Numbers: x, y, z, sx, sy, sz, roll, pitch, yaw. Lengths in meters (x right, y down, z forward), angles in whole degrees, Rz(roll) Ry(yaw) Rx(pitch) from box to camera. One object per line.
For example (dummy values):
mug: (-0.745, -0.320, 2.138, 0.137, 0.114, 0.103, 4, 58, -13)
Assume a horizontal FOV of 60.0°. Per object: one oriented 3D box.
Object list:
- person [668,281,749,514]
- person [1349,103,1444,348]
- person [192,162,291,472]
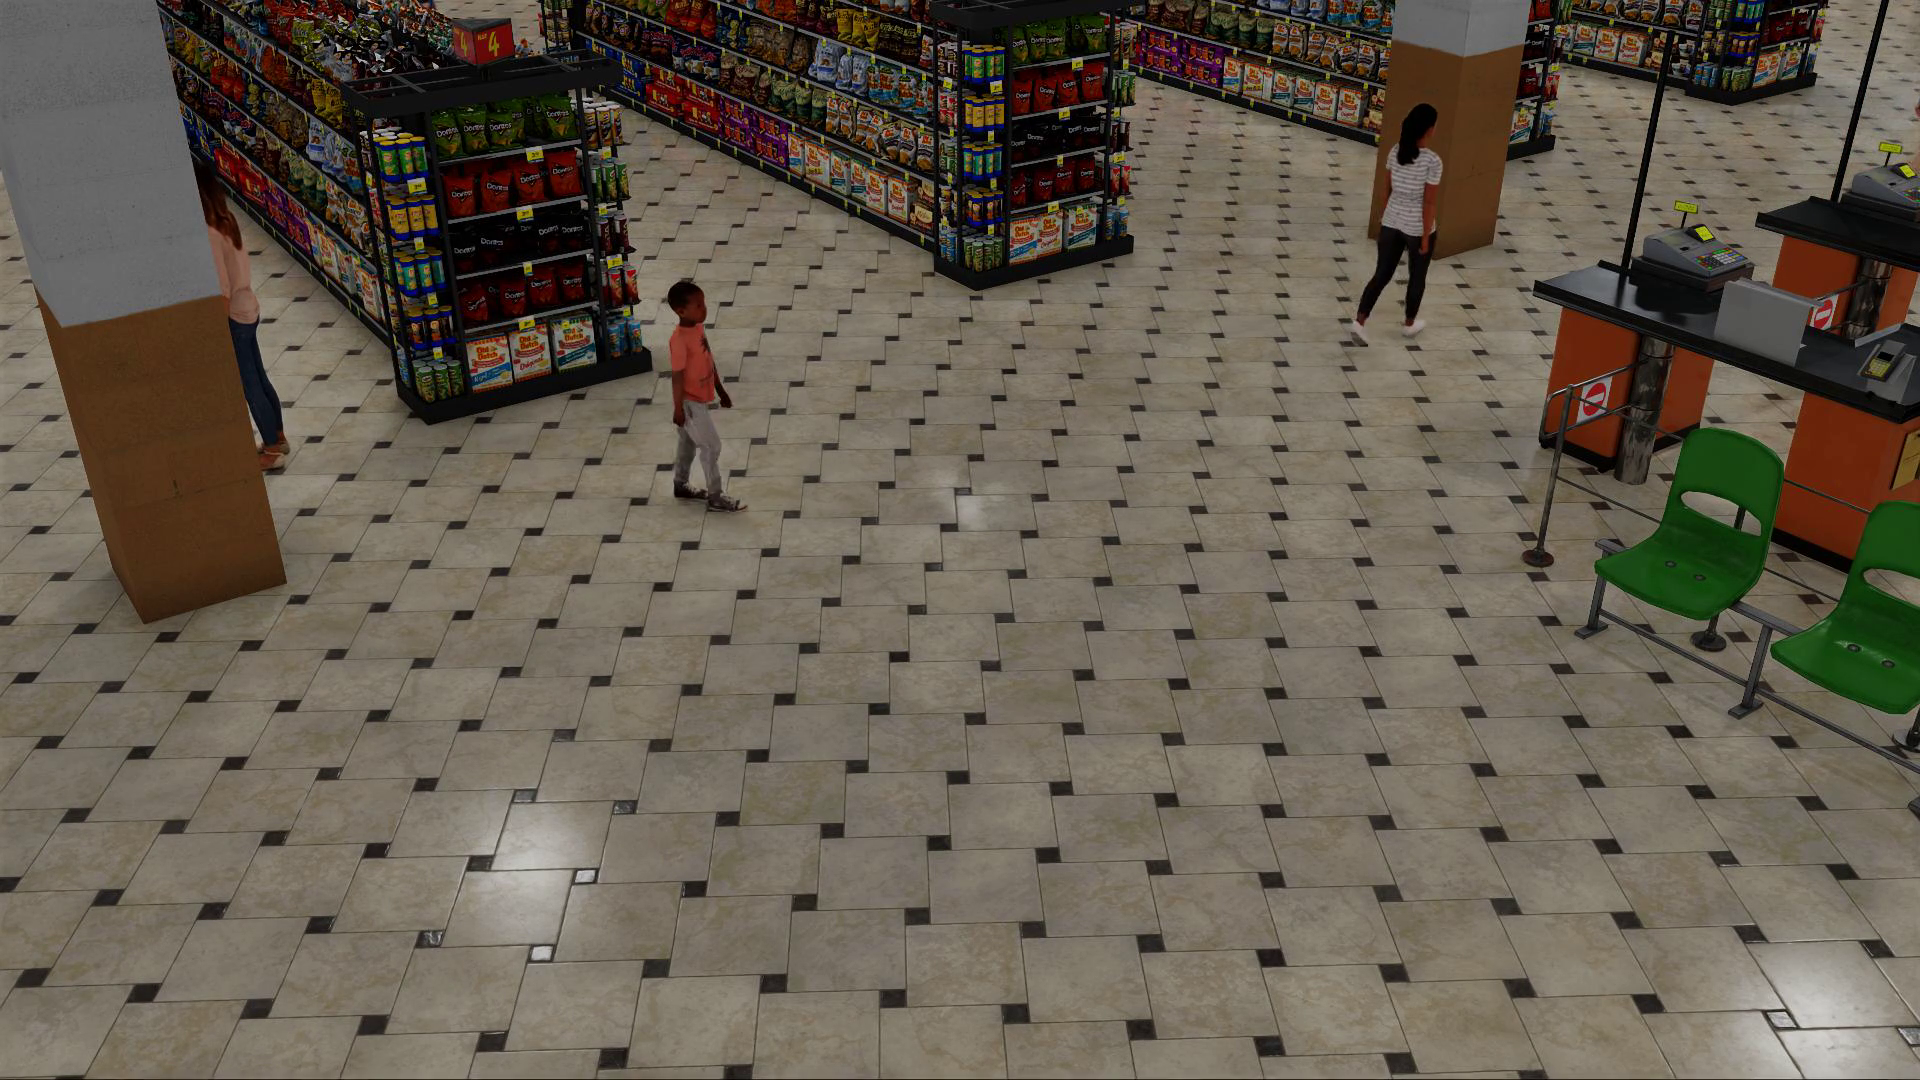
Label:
person: (-1.510, -0.778, 9.012, 0.763, 1.293, 0.704, 4, 29, 8)
person: (2.891, -2.027, 10.969, 0.761, 1.611, 1.028, -26, 38, -38)
person: (-4.071, -1.242, 9.346, 0.732, 1.789, 0.605, -4, 29, -8)
